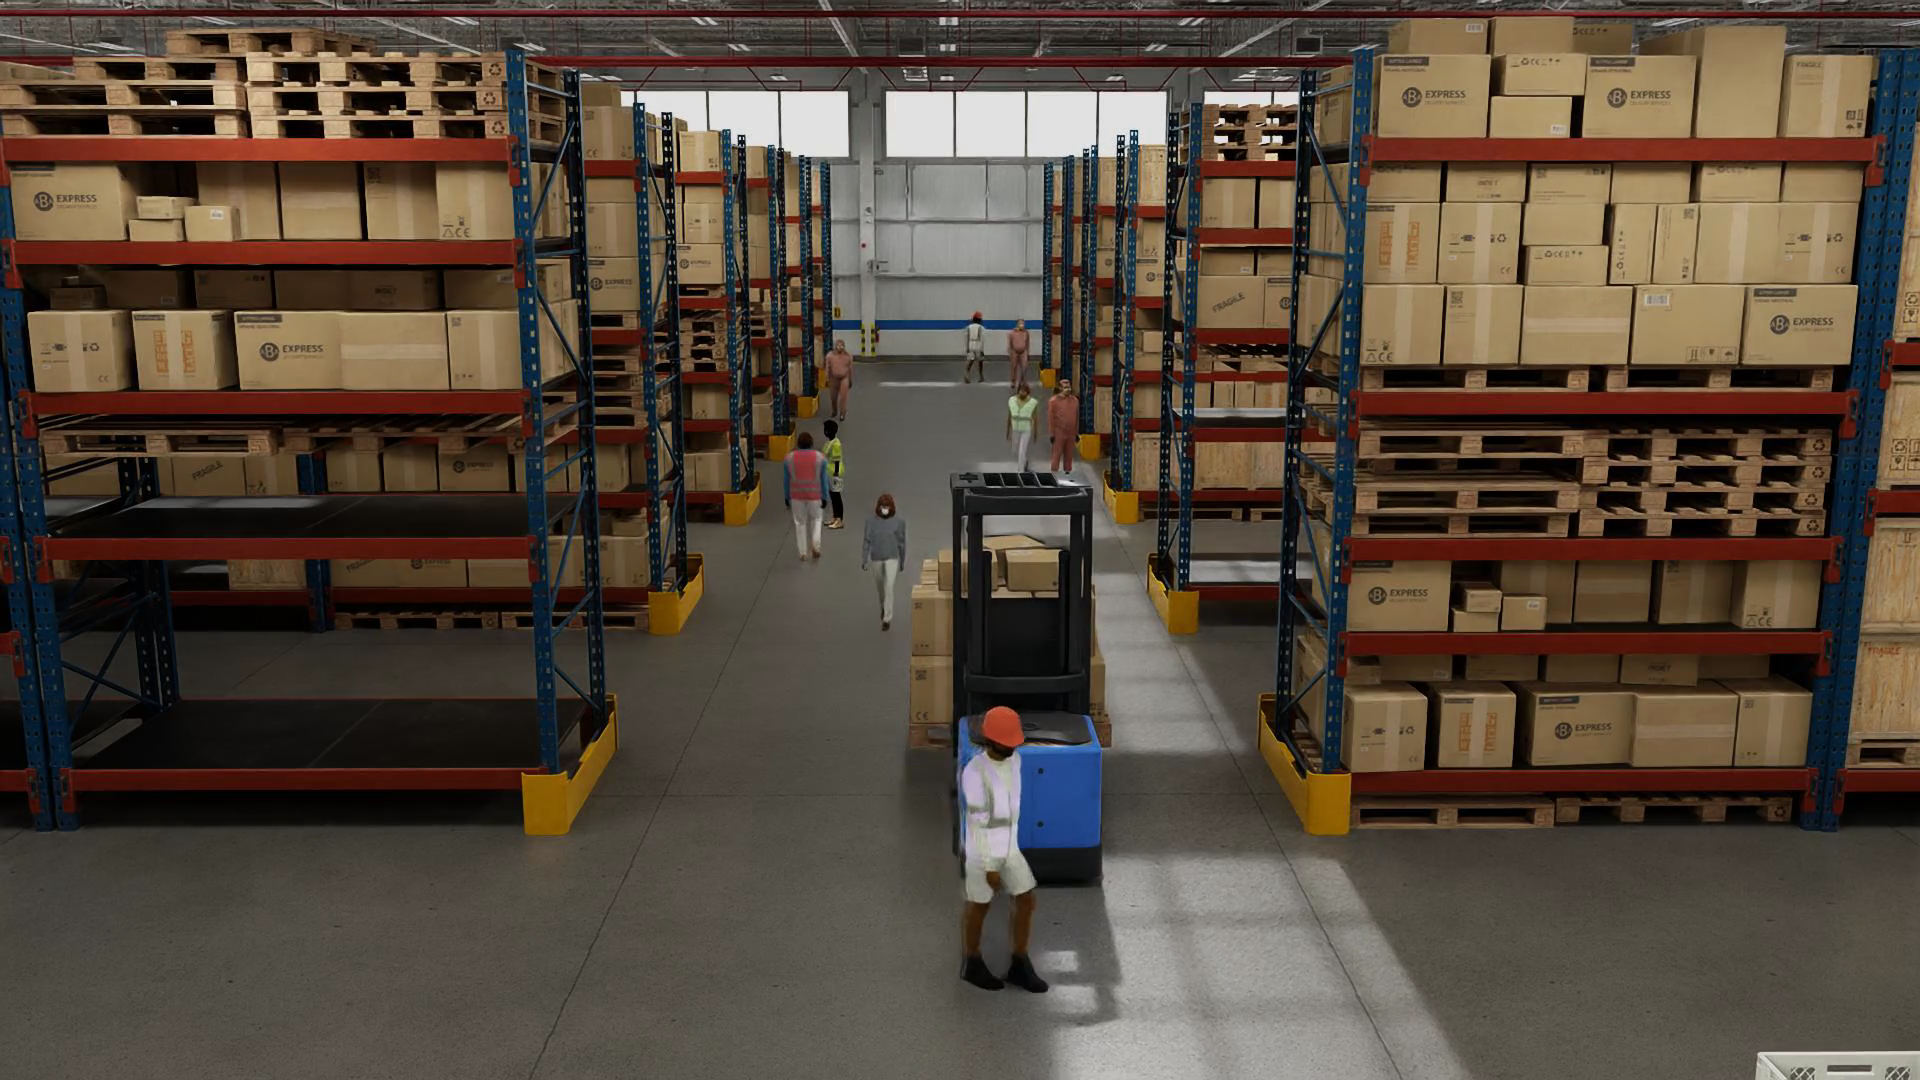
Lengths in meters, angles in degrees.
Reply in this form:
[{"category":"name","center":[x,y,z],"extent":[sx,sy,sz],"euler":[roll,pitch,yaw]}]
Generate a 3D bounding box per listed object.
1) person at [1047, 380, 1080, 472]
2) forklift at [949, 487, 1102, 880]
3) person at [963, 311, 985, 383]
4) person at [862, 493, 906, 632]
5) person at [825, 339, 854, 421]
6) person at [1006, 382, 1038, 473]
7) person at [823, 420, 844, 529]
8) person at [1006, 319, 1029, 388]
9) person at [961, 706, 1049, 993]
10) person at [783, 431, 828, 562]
[{"category":"person","center":[1.857,-1.892,29.502],"extent":[0.643,1.909,0.410],"euler":[-7,13,-31]},{"category":"forklift","center":[0.495,0.986,12.813],"extent":[1.129,2.768,1.873],"euler":[0,11,-2]},{"category":"person","center":[0.411,-5.397,46.628],"extent":[0.617,2.012,0.940],"euler":[6,13,29]},{"category":"person","center":[-0.885,0.220,19.773],"extent":[0.495,1.601,0.809],"euler":[2,12,11]},{"category":"person","center":[-2.795,-3.724,38.610],"extent":[0.674,1.890,0.525],"euler":[-1,11,-4]},{"category":"person","center":[1.135,-1.971,30.123],"extent":[0.597,1.817,0.652],"euler":[5,12,24]},{"category":"person","center":[-1.965,-1.019,25.717],"extent":[0.317,1.691,0.535],"euler":[-4,12,-20]},{"category":"person","center":[1.575,-5.050,45.221],"extent":[0.729,1.877,0.770],"euler":[-3,12,-13]},{"category":"person","center":[0.289,1.962,10.428],"extent":[0.712,1.900,0.543],"euler":[11,16,42]},{"category":"person","center":[-2.169,-0.616,23.375],"extent":[0.626,1.826,0.490],"euler":[-1,11,-5]}]
